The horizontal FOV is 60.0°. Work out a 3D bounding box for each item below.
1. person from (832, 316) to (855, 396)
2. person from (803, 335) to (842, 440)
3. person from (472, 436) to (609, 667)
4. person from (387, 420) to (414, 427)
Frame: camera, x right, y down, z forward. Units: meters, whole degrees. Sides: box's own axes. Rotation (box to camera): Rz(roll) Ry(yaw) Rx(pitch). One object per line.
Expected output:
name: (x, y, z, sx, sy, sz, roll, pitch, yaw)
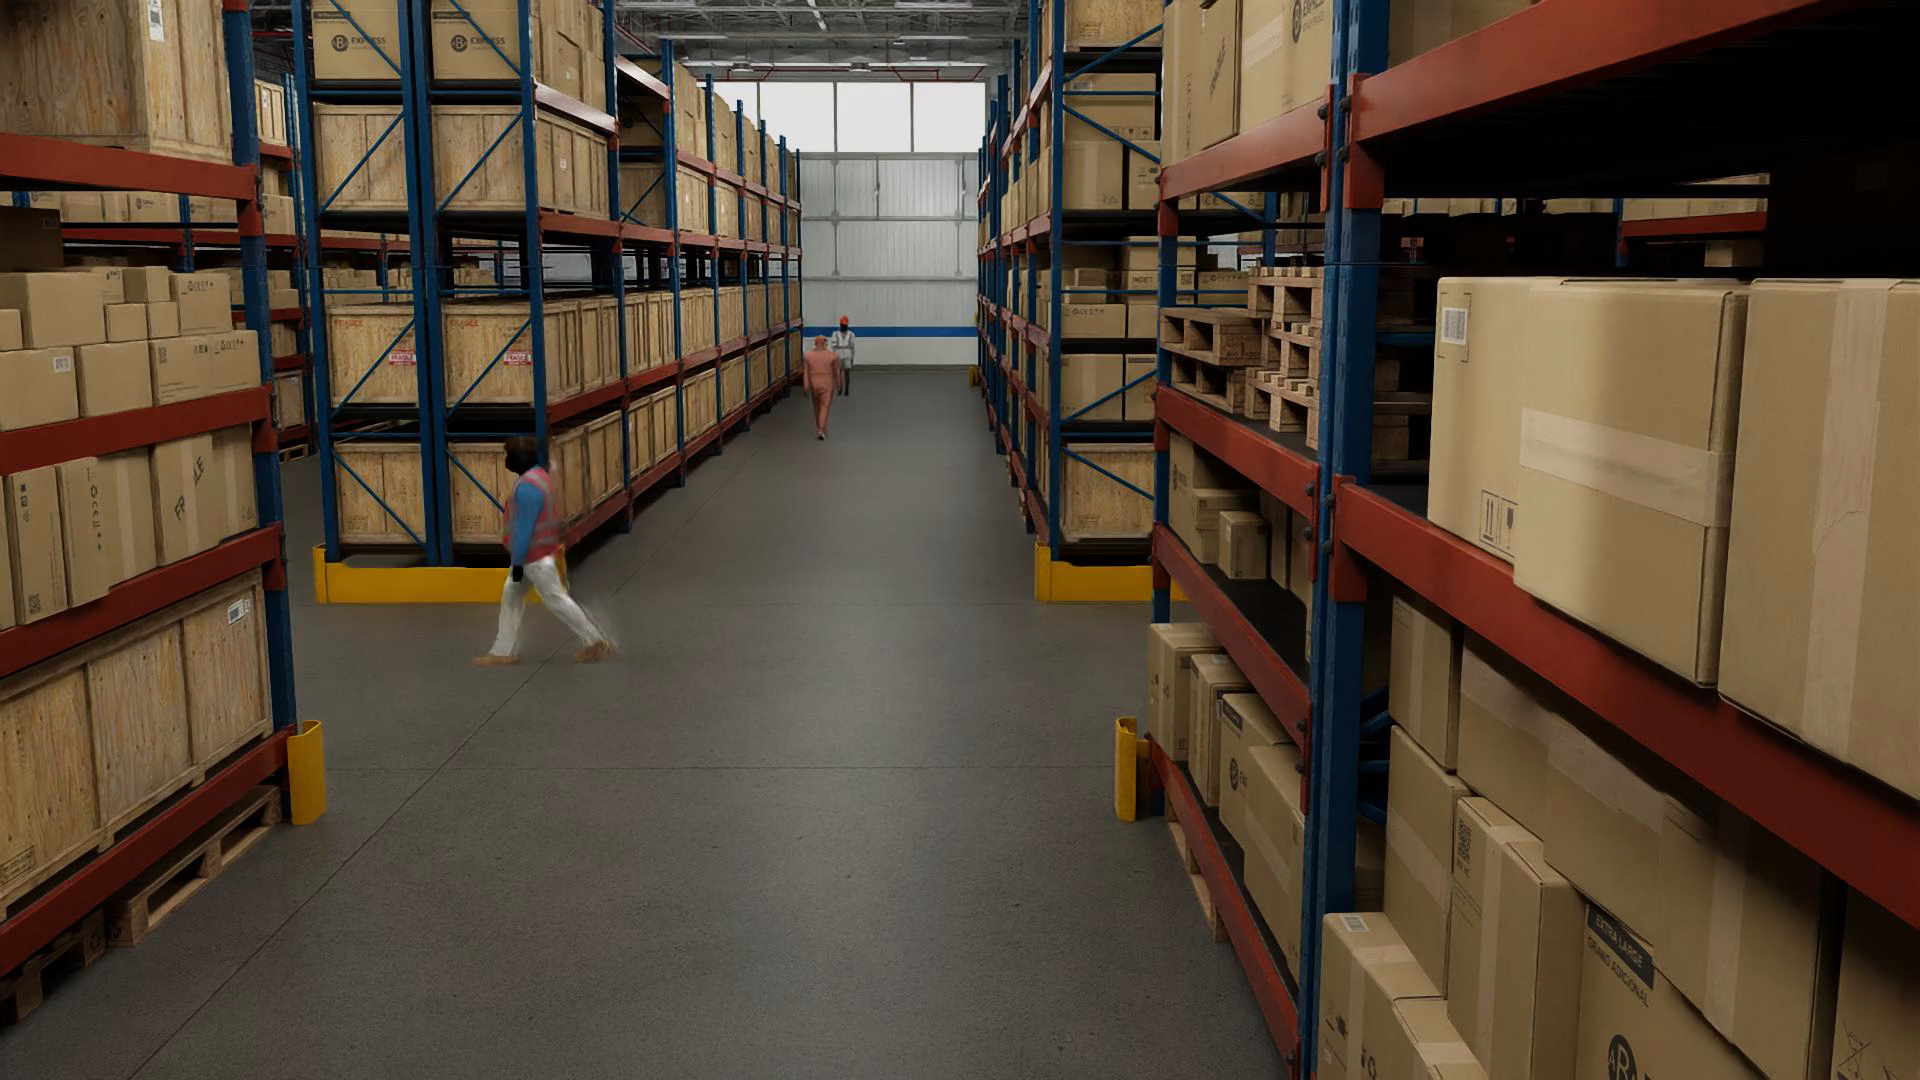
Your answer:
person: (-2.798, -4.427, 39.940, 0.564, 1.922, 0.685, -1, 9, -5)
person: (-2.472, -2.733, 29.748, 0.644, 1.865, 0.973, 2, 9, 10)
person: (-3.191, 0.092, 12.664, 0.997, 1.794, 0.628, -2, 10, -14)
person: (-6.626, -1.138, 20.064, 0.561, 1.830, 0.408, -6, 11, -32)
